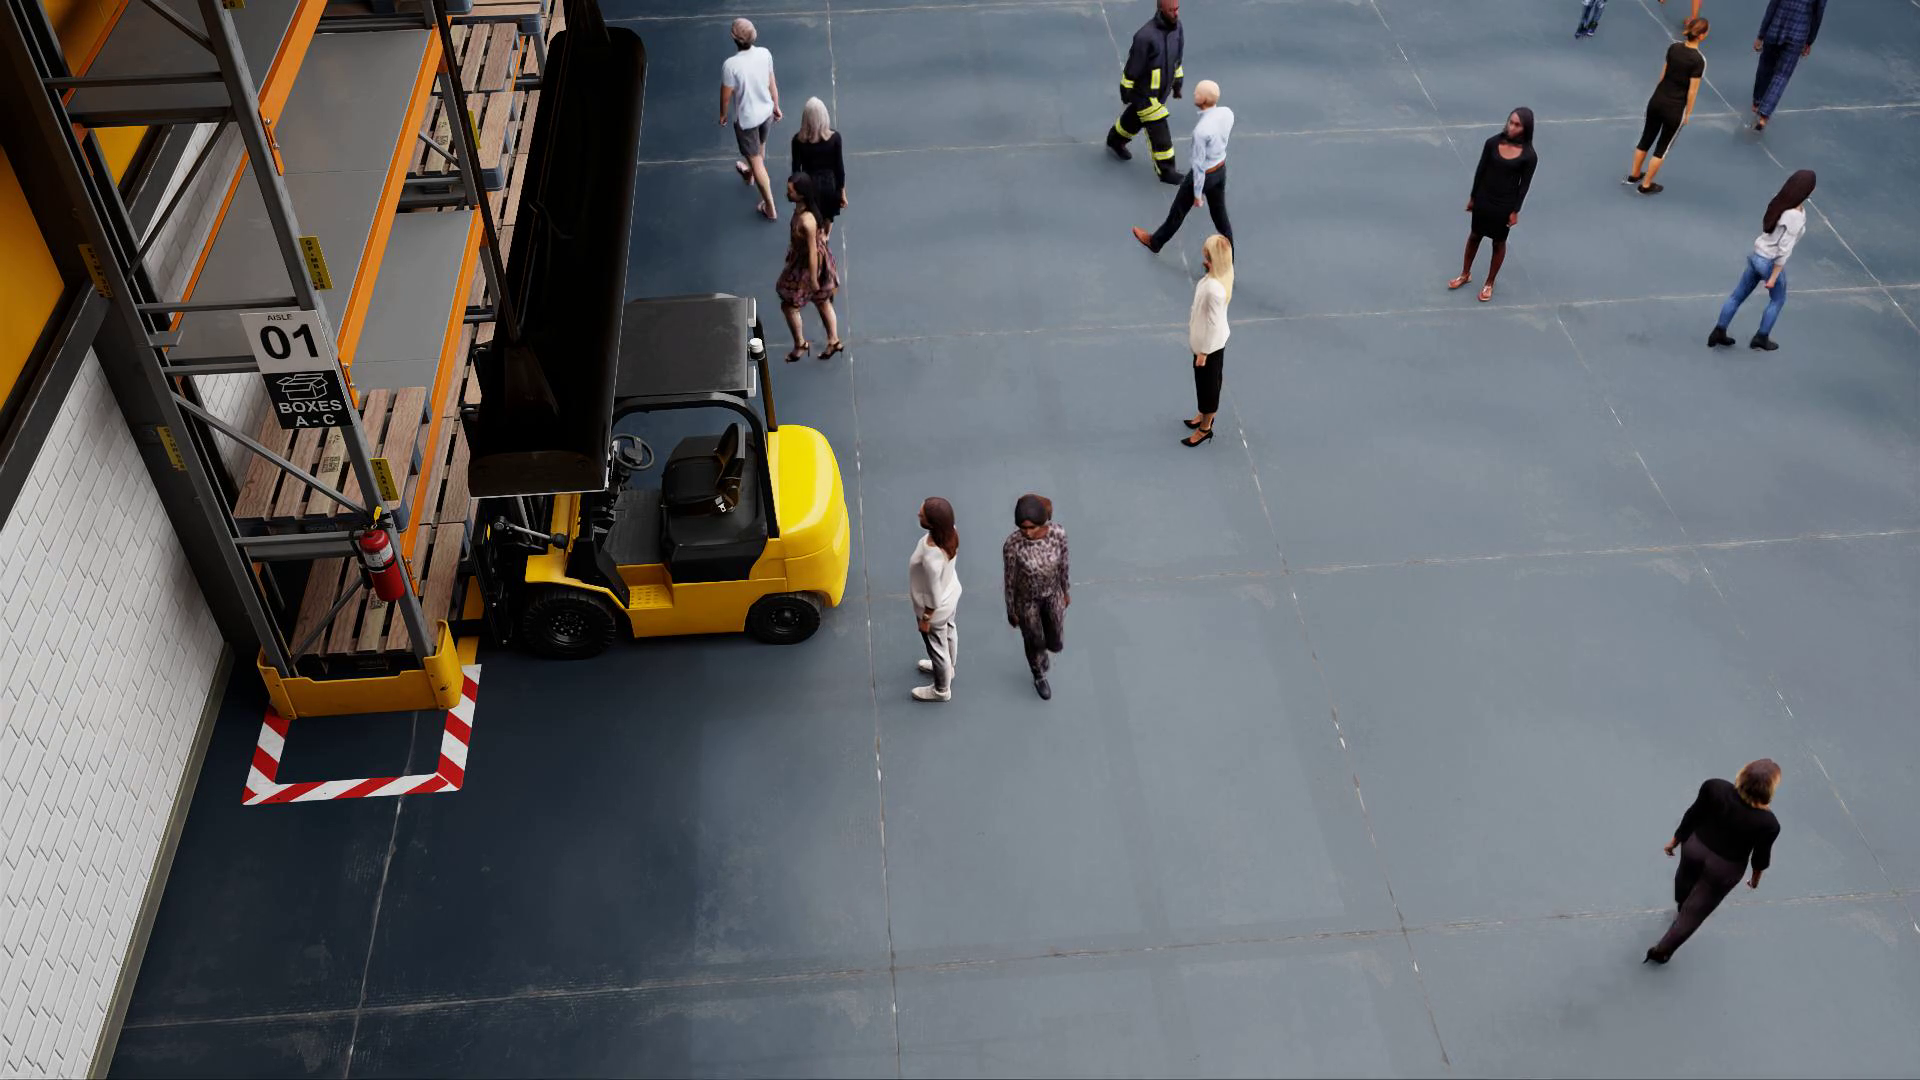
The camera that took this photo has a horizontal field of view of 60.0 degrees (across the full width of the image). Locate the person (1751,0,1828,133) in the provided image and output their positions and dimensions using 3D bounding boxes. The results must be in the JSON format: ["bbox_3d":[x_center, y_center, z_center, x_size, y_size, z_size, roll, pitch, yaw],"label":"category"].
[{"bbox_3d":[7.862,-4.764,15.828,1.058,1.790,1.224,21,47,21],"label":"person"}]

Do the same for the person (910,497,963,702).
[{"bbox_3d":[-0.142,0.364,10.518,0.715,1.688,0.570,8,44,8],"label":"person"}]

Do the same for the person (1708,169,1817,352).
[{"bbox_3d":[6.353,-2.211,13.288,0.680,1.596,0.703,-2,44,-2],"label":"person"}]

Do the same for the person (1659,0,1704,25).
[{"bbox_3d":[7.772,-6.216,17.492,0.733,1.597,1.167,2,44,2],"label":"person"}]

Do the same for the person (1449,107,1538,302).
[{"bbox_3d":[4.462,-2.801,13.818,0.676,1.720,0.728,28,50,27],"label":"person"}]

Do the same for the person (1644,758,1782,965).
[{"bbox_3d":[4.025,1.800,9.038,0.935,1.652,0.913,-29,51,-27],"label":"person"}]

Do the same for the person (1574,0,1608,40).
[{"bbox_3d":[6.766,-5.918,17.430,0.656,1.250,0.733,20,47,20],"label":"person"}]

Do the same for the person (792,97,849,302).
[{"bbox_3d":[-1.159,-2.801,13.835,0.645,1.696,1.191,-6,44,-7],"label":"person"}]

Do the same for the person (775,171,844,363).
[{"bbox_3d":[-1.094,-2.122,13.080,0.691,1.754,0.659,-1,44,-2],"label":"person"}]

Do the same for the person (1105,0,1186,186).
[{"bbox_3d":[1.673,-4.197,15.251,1.270,1.765,1.380,-34,53,-30],"label":"person"}]

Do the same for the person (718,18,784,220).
[{"bbox_3d":[-1.778,-3.669,14.672,1.037,1.798,1.199,-27,50,-26],"label":"person"}]

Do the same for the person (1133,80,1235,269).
[{"bbox_3d":[2.142,-2.989,13.999,1.246,1.741,1.165,32,52,29],"label":"person"}]

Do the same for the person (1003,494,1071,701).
[{"bbox_3d":[0.464,0.312,10.566,0.646,1.698,0.704,-10,45,-10],"label":"person"}]

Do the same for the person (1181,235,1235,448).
[{"bbox_3d":[1.846,-1.470,12.321,0.739,1.858,0.574,10,44,10],"label":"person"}]

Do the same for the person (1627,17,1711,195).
[{"bbox_3d":[6.403,-3.932,15.046,0.713,1.663,0.593,-19,47,-18],"label":"person"}]
